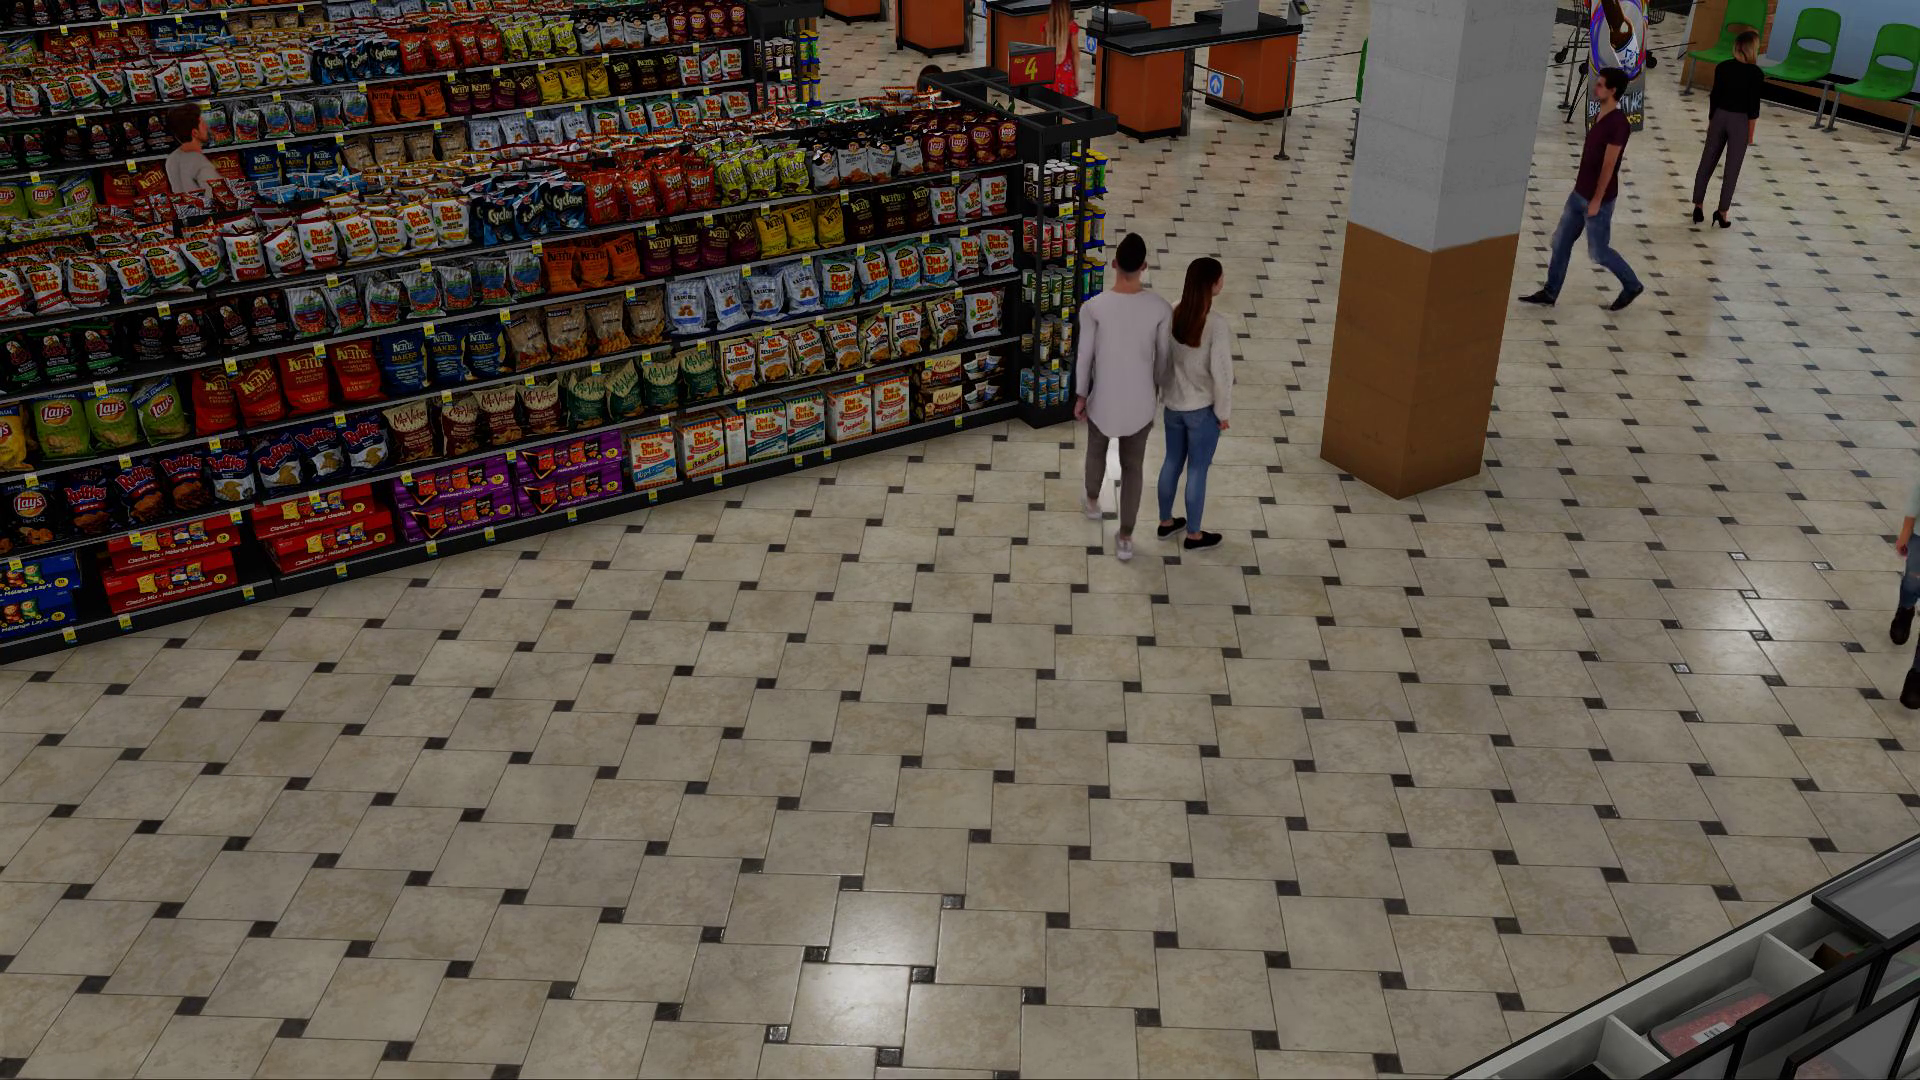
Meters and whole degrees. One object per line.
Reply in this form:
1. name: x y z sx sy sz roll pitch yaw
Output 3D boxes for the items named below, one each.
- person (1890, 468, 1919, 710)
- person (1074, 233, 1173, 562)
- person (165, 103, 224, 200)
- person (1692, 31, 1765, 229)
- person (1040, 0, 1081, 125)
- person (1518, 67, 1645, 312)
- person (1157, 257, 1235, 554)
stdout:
1. person: 4.761 -0.068 8.045 0.931 1.612 1.172 16 32 27
2. person: 0.897 -0.736 9.060 1.037 1.813 1.010 0 29 -1
3. person: -5.067 -2.004 11.285 0.739 1.905 0.725 19 34 31
4. person: 6.620 -3.531 14.326 0.568 1.671 0.624 -21 35 -33
5. person: 0.965 -4.577 16.325 0.662 1.592 0.699 13 31 22
6. person: 4.824 -2.563 12.394 1.234 1.823 1.011 -1 29 -2
7. person: 1.292 -0.748 9.209 0.585 1.691 0.650 -20 35 -32
